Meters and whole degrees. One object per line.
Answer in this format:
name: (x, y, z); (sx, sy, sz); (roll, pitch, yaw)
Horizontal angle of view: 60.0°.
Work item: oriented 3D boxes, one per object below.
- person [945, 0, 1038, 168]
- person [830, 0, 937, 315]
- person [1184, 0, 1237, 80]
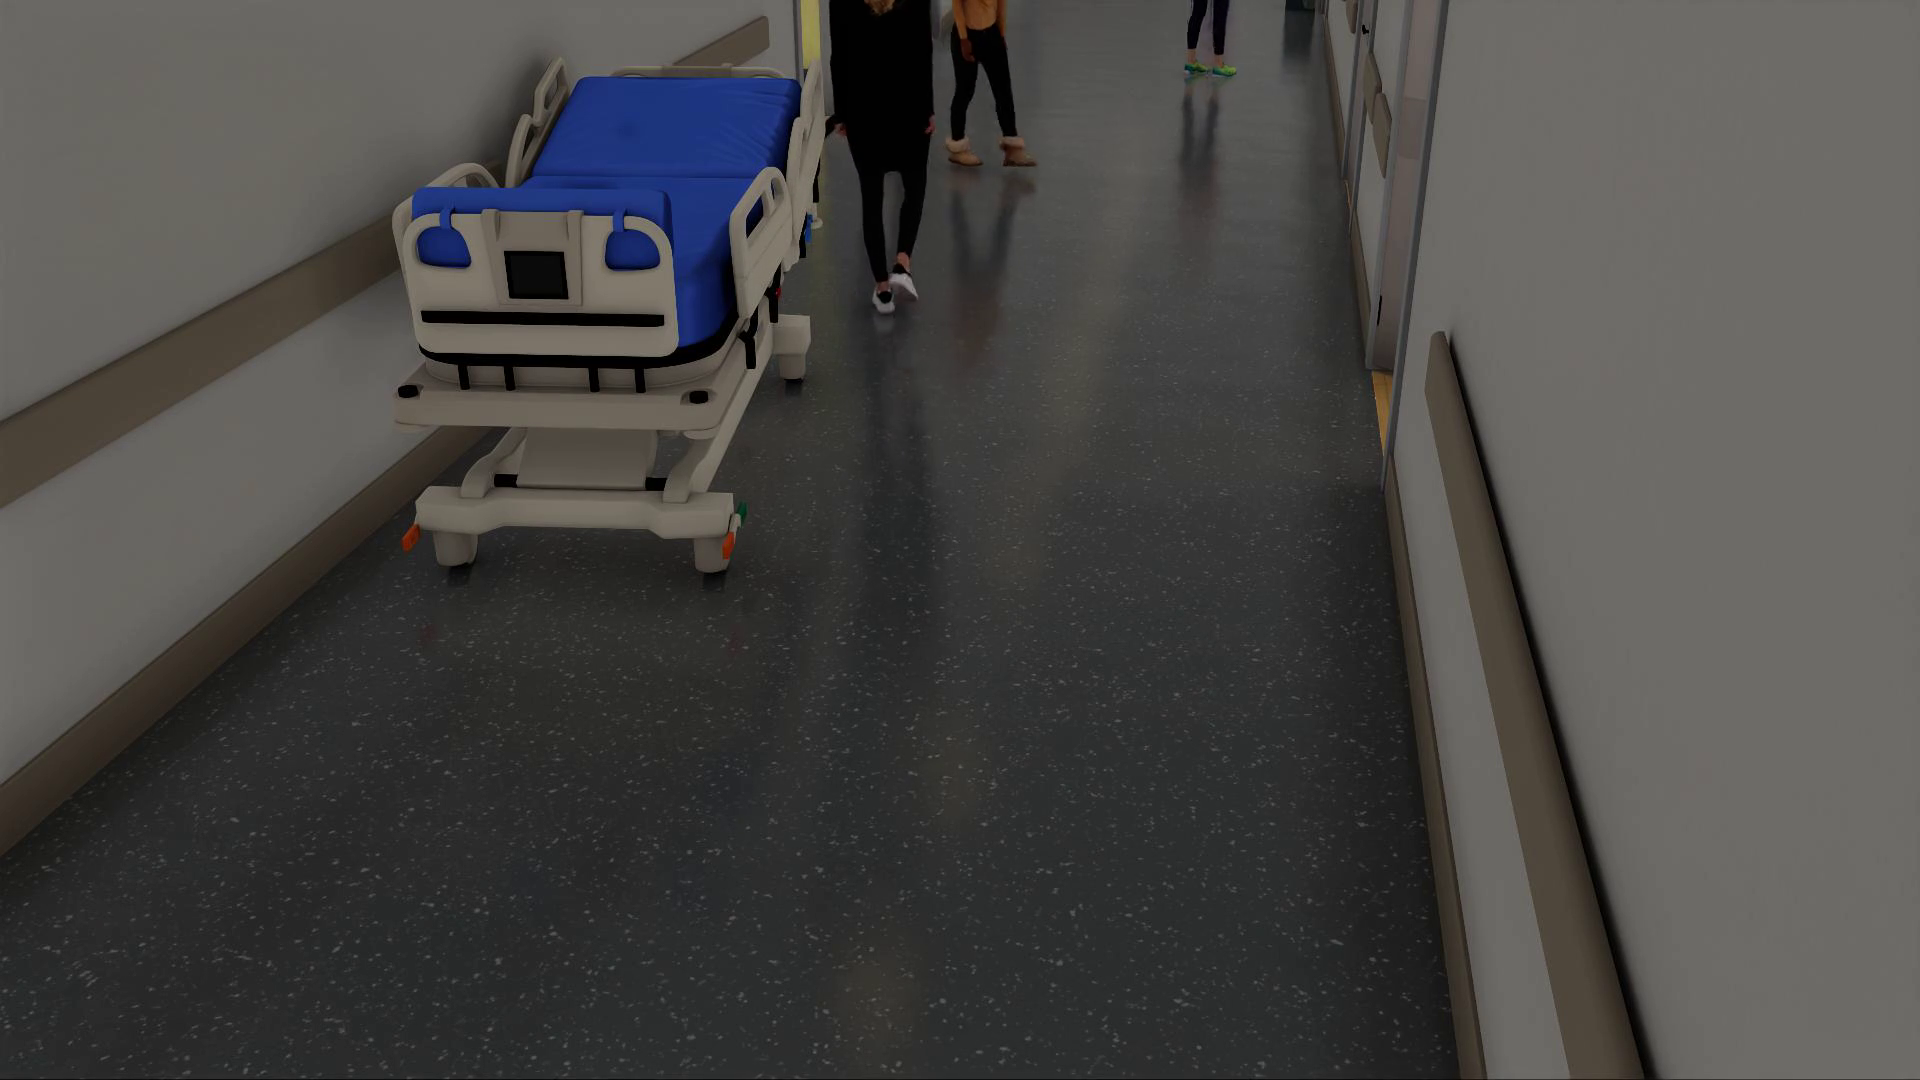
person: (0.038, -3.110, 10.282); (0.924, 1.623, 0.977); (-18, 31, -33)
person: (-0.336, -1.867, 7.512); (0.703, 1.791, 0.754); (0, 26, 0)
person: (1.985, -4.570, 13.215); (0.661, 1.706, 0.760); (23, 34, 39)
